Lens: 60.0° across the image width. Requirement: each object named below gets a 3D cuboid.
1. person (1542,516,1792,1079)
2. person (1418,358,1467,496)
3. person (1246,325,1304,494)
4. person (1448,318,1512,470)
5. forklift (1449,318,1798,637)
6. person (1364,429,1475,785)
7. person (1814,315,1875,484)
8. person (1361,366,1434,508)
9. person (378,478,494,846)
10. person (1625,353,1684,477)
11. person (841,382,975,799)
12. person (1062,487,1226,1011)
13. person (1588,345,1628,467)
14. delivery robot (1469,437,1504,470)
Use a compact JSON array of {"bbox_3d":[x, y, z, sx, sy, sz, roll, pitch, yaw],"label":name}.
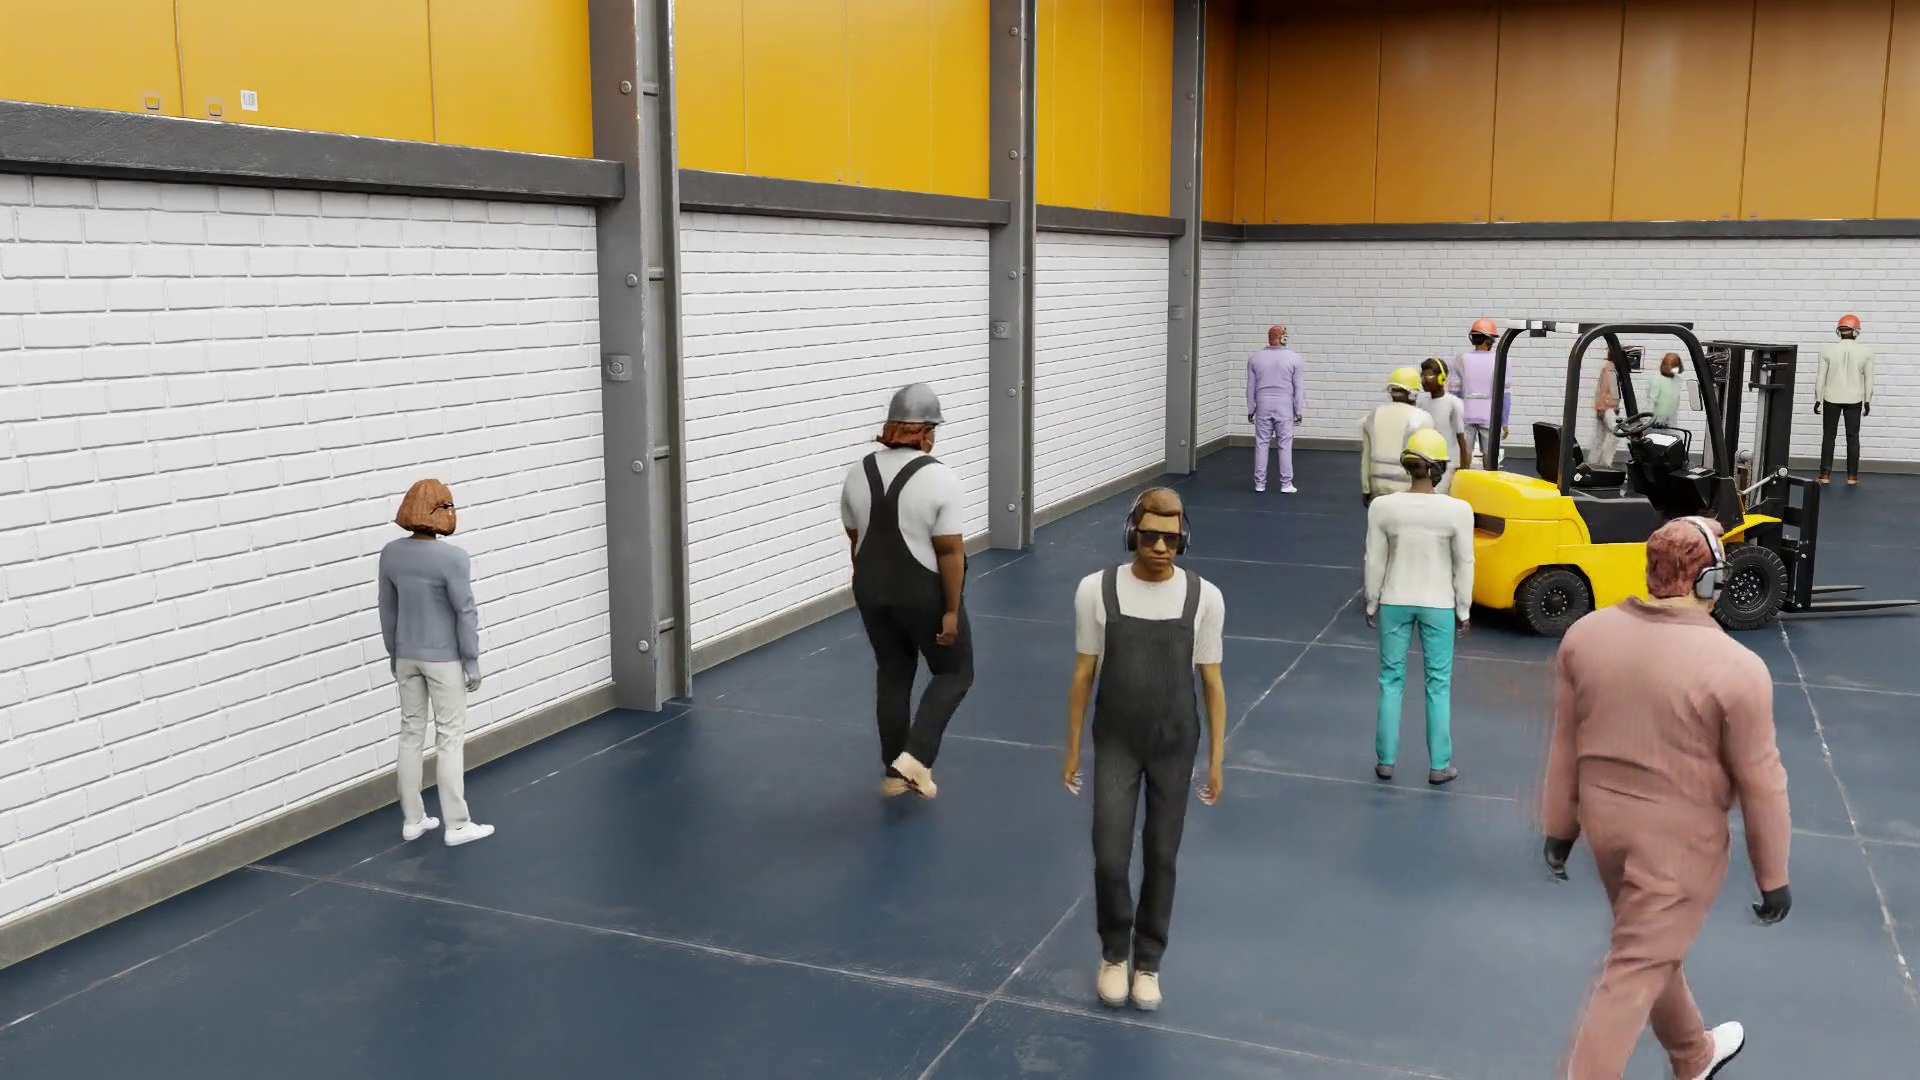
[{"bbox_3d":[2.095,0.853,4.829,0.994,1.851,0.665,-5,11,-29],"label":"person"},{"bbox_3d":[4.042,-0.596,13.737,0.869,1.830,0.521,-3,10,-20],"label":"person"},{"bbox_3d":[3.563,-1.472,18.782,0.644,1.903,0.400,4,10,24],"label":"person"},{"bbox_3d":[5.261,-1.225,16.873,0.611,2.038,0.396,4,10,24],"label":"person"},{"bbox_3d":[4.706,-0.497,11.990,2.313,2.155,1.214,-2,10,-10],"label":"forklift"},{"bbox_3d":[2.277,0.331,8.278,0.528,1.764,0.330,4,10,24],"label":"person"},{"bbox_3d":[10.425,-1.658,19.641,0.614,1.988,0.395,4,10,24],"label":"person"},{"bbox_3d":[3.296,-0.416,12.635,0.572,1.811,0.604,-9,13,-43],"label":"person"},{"bbox_3d":[-2.345,0.540,7.398,0.503,1.632,0.274,4,10,24],"label":"person"},{"bbox_3d":[8.102,-1.389,19.262,0.553,1.581,0.830,-4,10,-20],"label":"person"},{"bbox_3d":[-0.222,0.244,7.961,0.684,2.000,0.550,6,11,32],"label":"person"},{"bbox_3d":[0.630,0.727,5.674,0.556,1.828,0.445,0,9,2],"label":"person"},{"bbox_3d":[7.962,-1.601,20.403,0.503,1.609,0.610,5,11,30],"label":"person"},{"bbox_3d":[6.023,-0.974,19.554,0.707,0.478,0.477,4,10,22],"label":"delivery robot"}]
